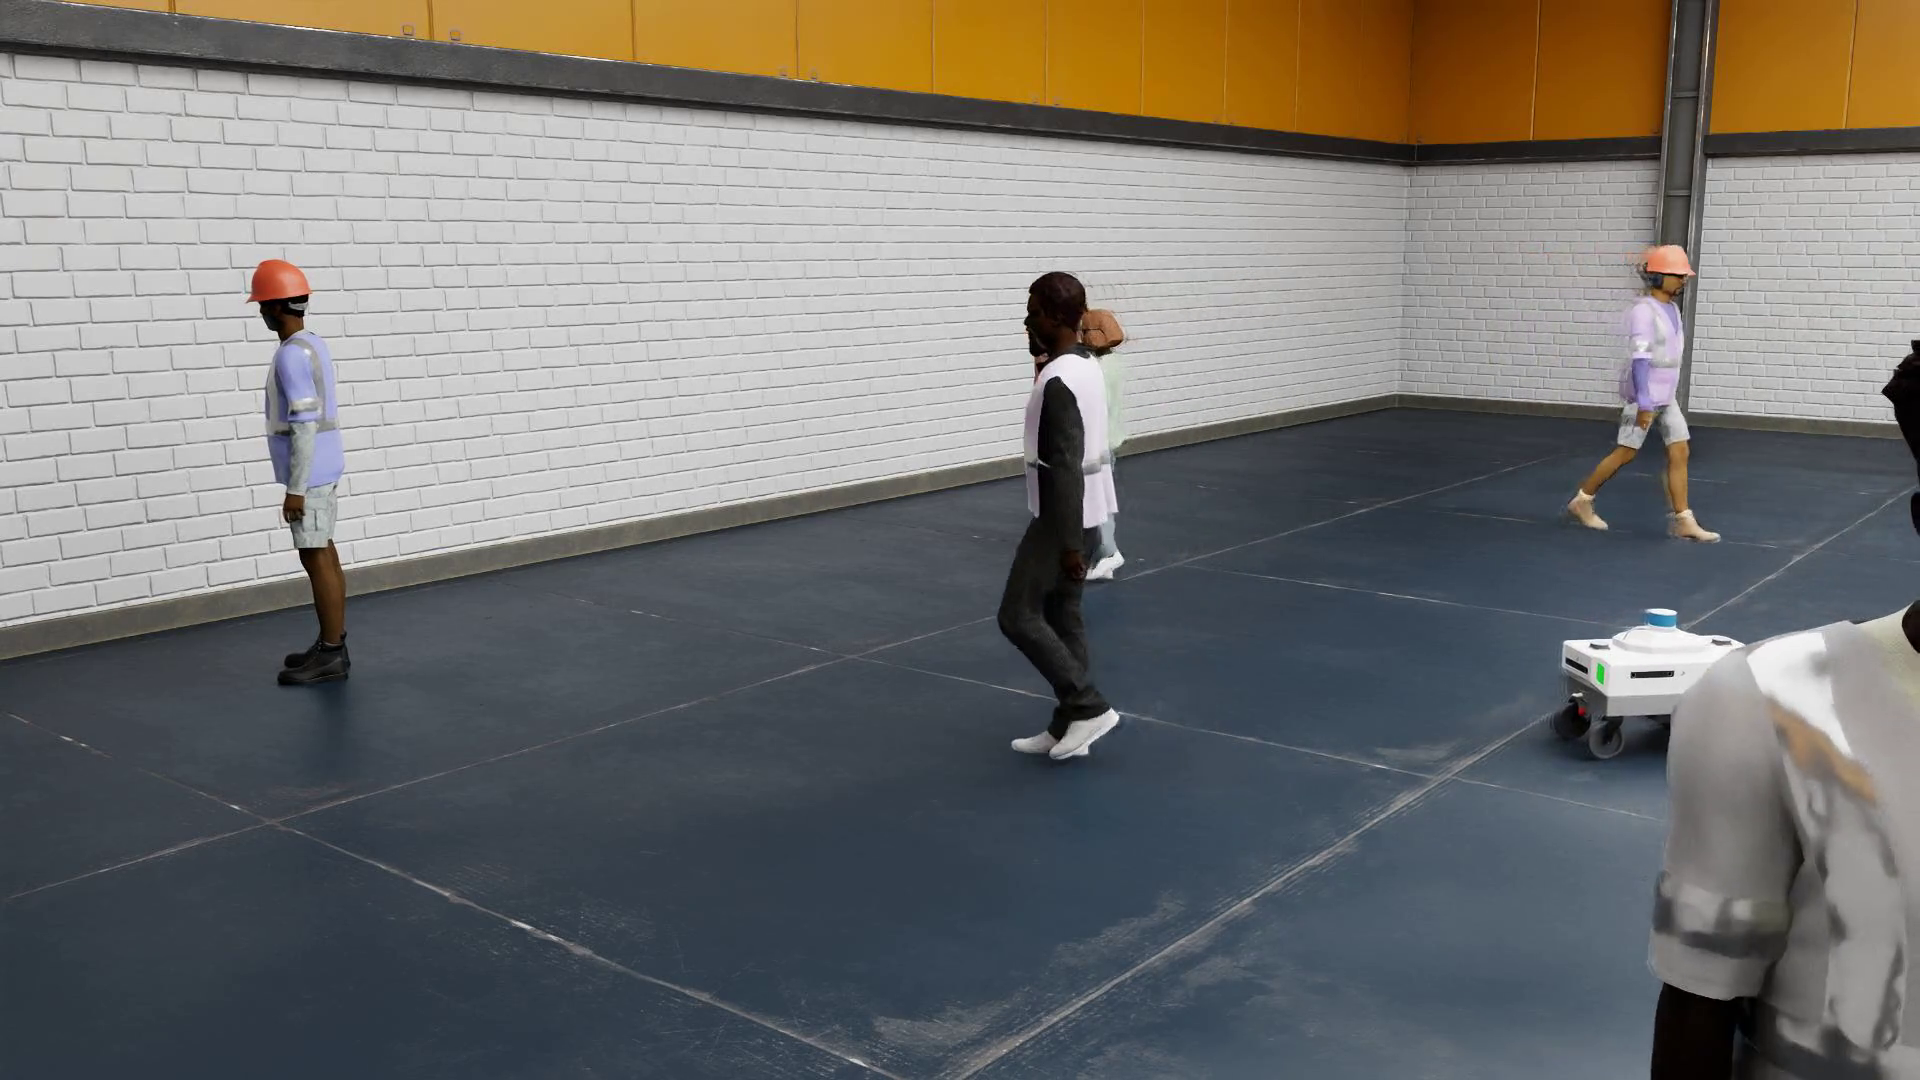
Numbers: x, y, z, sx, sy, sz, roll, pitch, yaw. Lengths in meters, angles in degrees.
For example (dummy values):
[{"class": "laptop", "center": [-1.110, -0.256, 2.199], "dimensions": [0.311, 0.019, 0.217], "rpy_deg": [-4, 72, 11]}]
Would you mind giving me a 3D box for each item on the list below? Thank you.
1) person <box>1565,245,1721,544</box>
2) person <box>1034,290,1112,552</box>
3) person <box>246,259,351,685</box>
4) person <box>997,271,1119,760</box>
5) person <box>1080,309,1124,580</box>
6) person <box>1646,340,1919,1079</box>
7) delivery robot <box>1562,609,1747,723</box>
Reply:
[{"class": "person", "center": [4.655, -0.997, 11.295], "dimensions": [0.625, 2.000, 1.042], "rpy_deg": [-9, 14, -42]}, {"class": "person", "center": [0.731, -0.792, 10.800], "dimensions": [0.522, 1.761, 0.327], "rpy_deg": [-1, 10, -4]}, {"class": "person", "center": [-3.014, -0.302, 7.599], "dimensions": [0.375, 1.934, 0.547], "rpy_deg": [-2, 10, -12]}, {"class": "person", "center": [0.378, -0.076, 6.435], "dimensions": [0.445, 1.903, 0.593], "rpy_deg": [3, 11, 16]}, {"class": "person", "center": [0.798, -0.553, 9.861], "dimensions": [0.336, 1.622, 0.512], "rpy_deg": [3, 11, 15]}, {"class": "person", "center": [1.032, 0.728, 1.802], "dimensions": [0.611, 1.964, 0.362], "rpy_deg": [-1, 10, -4]}, {"class": "delivery robot", "center": [2.780, 0.518, 6.621], "dimensions": [0.707, 0.478, 0.477], "rpy_deg": [-1, 10, -7]}]
